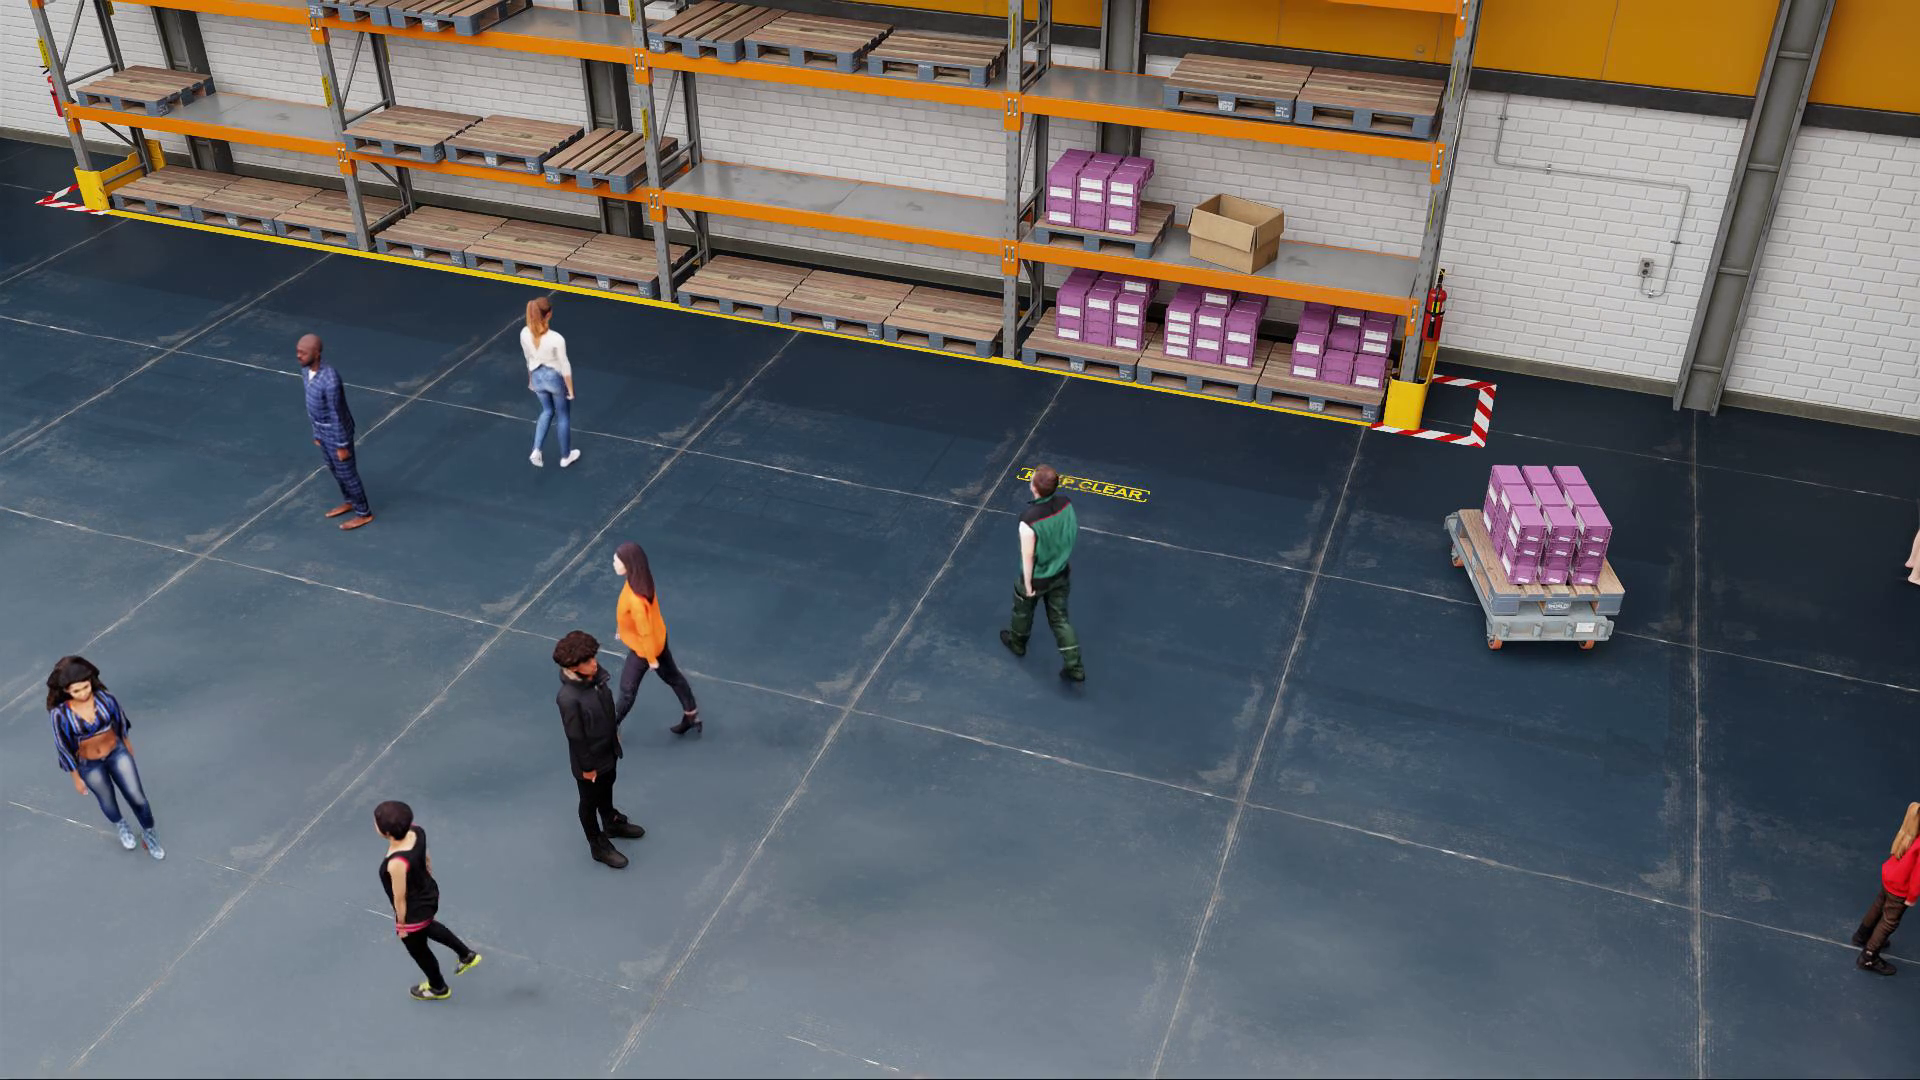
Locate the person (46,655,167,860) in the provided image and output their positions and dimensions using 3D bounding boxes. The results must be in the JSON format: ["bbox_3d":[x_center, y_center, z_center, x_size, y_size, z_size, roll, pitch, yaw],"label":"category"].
[{"bbox_3d":[-5.645,1.401,10.880,0.787,1.605,0.843,-23,40,-30],"label":"person"}]

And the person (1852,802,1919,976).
[{"bbox_3d":[5.745,2.086,10.143,0.485,1.280,0.491,9,35,14],"label":"person"}]

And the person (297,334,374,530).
[{"bbox_3d":[-5.360,-0.949,14.227,0.809,1.815,0.685,-28,42,-35],"label":"person"}]

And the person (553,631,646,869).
[{"bbox_3d":[-2.391,1.334,10.821,0.611,1.781,0.632,9,35,13],"label":"person"}]

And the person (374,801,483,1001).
[{"bbox_3d":[-3.142,2.145,9.818,0.743,1.541,0.644,1,34,2],"label":"person"}]

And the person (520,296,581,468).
[{"bbox_3d":[-3.730,-1.363,14.945,0.720,1.708,0.673,12,35,17],"label":"person"}]

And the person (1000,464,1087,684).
[{"bbox_3d":[0.684,0.273,12.392,1.076,1.810,1.206,-18,38,-25],"label":"person"}]

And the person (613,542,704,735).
[{"bbox_3d":[-2.117,0.745,11.776,1.182,1.706,0.906,-1,34,-1],"label":"person"}]
